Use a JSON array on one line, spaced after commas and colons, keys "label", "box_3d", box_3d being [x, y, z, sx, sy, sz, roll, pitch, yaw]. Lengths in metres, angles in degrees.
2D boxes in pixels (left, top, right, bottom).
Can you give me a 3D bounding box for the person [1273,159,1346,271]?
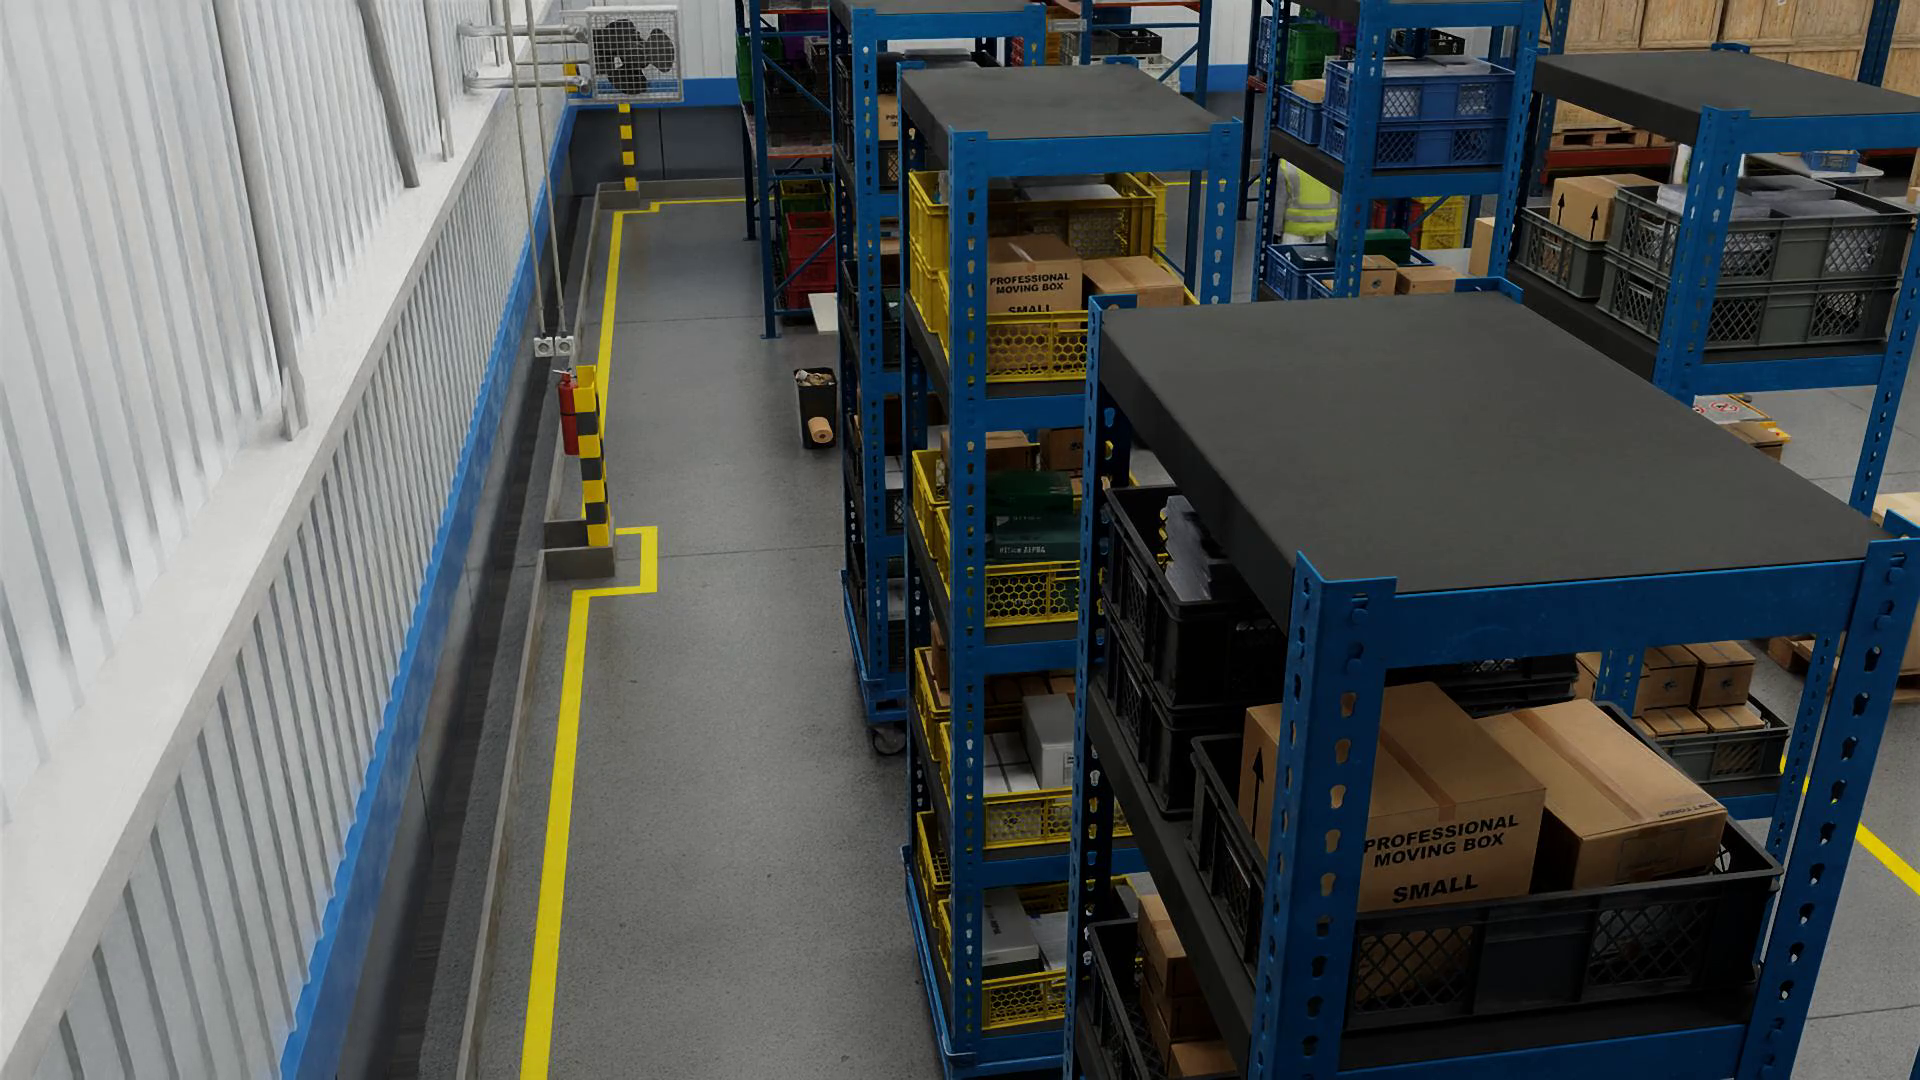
[{"label": "person", "box_3d": [2.958, -2.641, 14.138, 0.626, 1.846, 0.429, 1, 25, 1]}]
